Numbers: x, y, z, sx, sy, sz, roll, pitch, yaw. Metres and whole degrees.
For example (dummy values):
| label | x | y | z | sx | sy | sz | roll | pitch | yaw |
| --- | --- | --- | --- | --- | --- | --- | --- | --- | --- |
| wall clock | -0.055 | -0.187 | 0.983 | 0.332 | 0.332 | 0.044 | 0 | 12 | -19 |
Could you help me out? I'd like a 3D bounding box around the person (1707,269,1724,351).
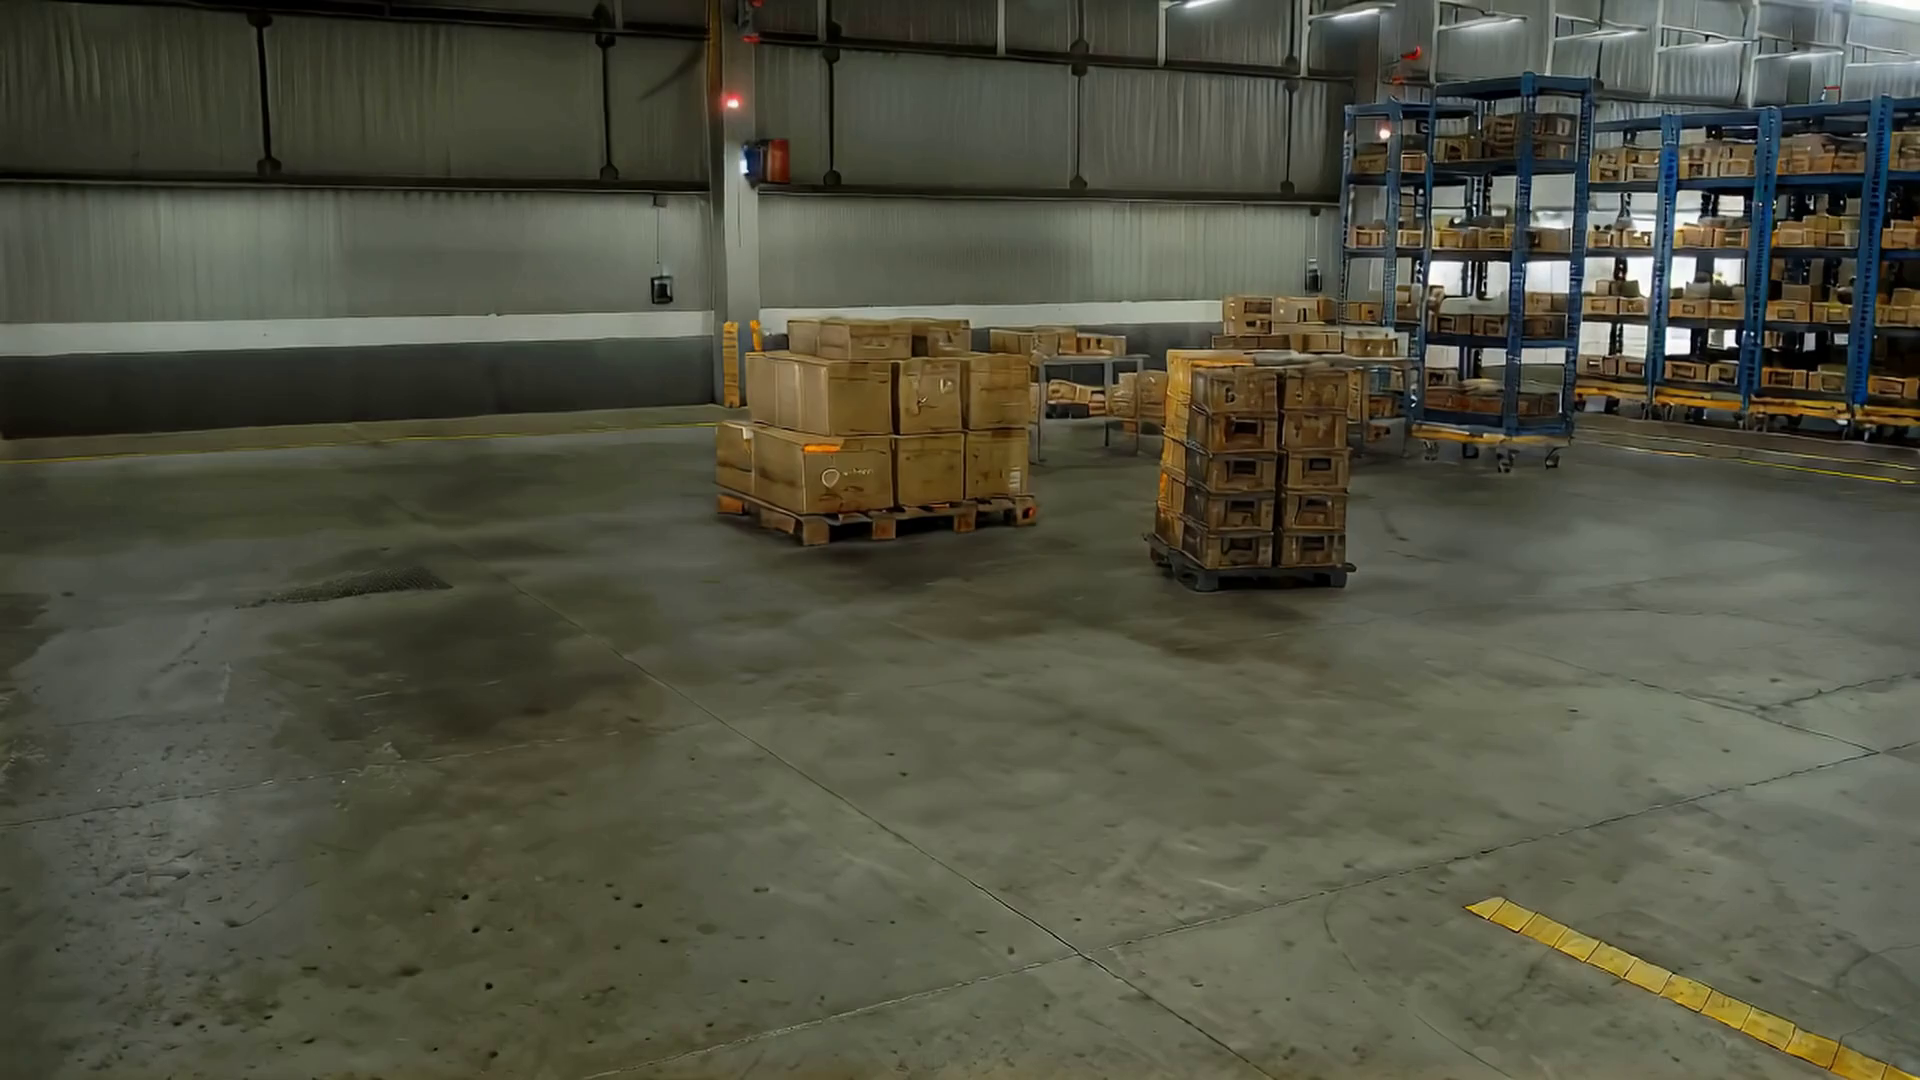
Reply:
| label | x | y | z | sx | sy | sz | roll | pitch | yaw |
| --- | --- | --- | --- | --- | --- | --- | --- | --- | --- |
| person | 11.314 | -3.209 | 25.075 | 0.563 | 1.742 | 0.359 | -9 | 13 | -40 |
